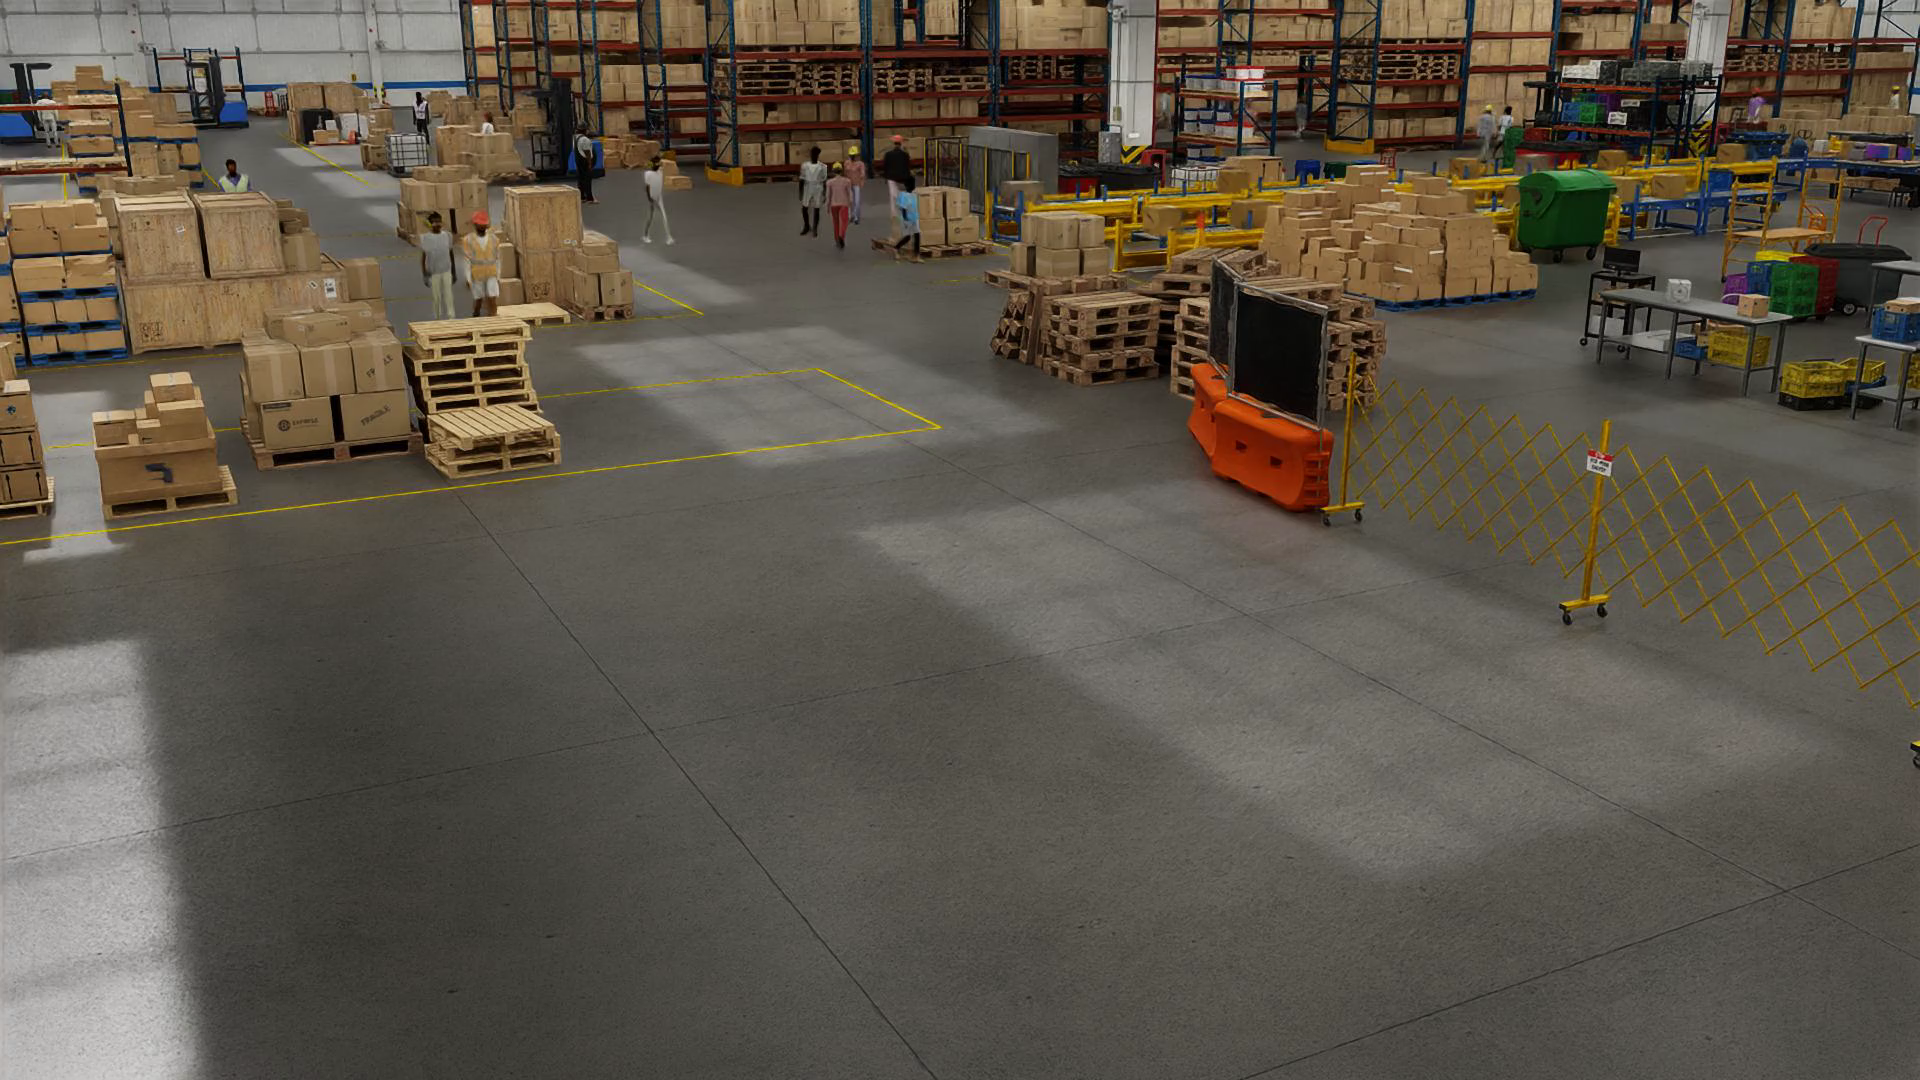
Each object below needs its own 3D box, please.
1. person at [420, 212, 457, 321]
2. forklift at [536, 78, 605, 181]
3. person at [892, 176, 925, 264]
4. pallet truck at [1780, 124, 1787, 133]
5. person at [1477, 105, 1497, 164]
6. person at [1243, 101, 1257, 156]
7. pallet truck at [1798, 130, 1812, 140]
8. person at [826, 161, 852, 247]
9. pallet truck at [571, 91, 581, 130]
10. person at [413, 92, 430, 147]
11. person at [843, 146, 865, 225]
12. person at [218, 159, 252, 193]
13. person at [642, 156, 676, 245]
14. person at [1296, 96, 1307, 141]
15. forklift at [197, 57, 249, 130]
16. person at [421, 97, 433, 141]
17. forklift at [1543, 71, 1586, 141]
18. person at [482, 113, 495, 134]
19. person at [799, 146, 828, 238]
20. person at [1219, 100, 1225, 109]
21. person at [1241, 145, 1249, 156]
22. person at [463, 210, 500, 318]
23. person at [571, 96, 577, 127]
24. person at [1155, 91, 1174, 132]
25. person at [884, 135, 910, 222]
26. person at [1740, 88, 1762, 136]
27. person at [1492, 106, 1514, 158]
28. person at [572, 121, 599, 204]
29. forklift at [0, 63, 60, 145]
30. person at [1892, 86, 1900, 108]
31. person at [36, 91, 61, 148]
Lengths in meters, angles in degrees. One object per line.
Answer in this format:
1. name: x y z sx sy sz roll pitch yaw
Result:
1. person: -7.884 -4.046 25.173 0.541 1.816 0.996 -10 20 -27
2. forklift: -11.215 -11.681 47.252 1.873 2.768 1.129 -9 20 -26
3. person: -0.983 -6.146 31.929 0.563 1.674 0.541 13 22 34
4. pallet truck: 25.206 -12.542 52.601 1.601 1.201 0.680 0 18 -2
5. person: 16.680 -12.777 52.408 0.737 1.808 0.597 -11 21 -30
6. person: 9.183 -13.172 53.489 0.686 1.890 0.485 -6 19 -19
7. pallet truck: 25.526 -11.556 49.408 1.630 1.274 0.653 -9 20 -26
8. person: -2.479 -6.833 33.956 0.529 1.749 0.561 2 18 6
9. pallet truck: -13.495 -14.412 57.188 0.823 1.965 1.885 -3 18 -9
10. person: -18.932 -14.789 58.511 0.597 1.910 0.383 4 18 14
11. person: -2.416 -8.008 37.616 0.549 1.744 0.508 6 19 19
12. person: -14.298 -6.584 32.934 0.623 1.902 0.527 -9 20 -27
13. person: -6.338 -7.060 34.568 0.518 1.823 0.993 -16 24 -41
14. person: 12.555 -15.465 61.063 0.339 1.618 0.512 -12 21 -32
15. forklift: -29.743 -17.930 66.733 1.873 2.768 1.129 -9 20 -26
16. person: -19.635 -15.424 60.970 0.525 1.602 0.813 6 19 17
17. forklift: 18.685 -13.231 52.085 1.873 2.768 1.129 -9 20 -26
18. person: -13.643 -11.385 48.011 0.906 1.852 0.587 -14 22 -37
19. person: -3.131 -7.428 35.527 0.652 1.934 0.470 2 18 8
20. person: 10.309 -17.303 66.321 0.618 1.915 0.638 -2 18 -7
21. person: 7.751 -10.394 45.270 0.629 1.614 0.507 -6 19 -19
22. person: -7.089 -3.951 24.715 0.553 1.919 0.808 -9 20 -25
23. person: -14.401 -15.684 61.412 0.429 1.838 0.634 8 20 25
24. person: 8.075 -17.054 65.756 0.873 1.795 0.604 2 18 6
25. person: -1.451 -8.316 38.280 0.617 1.951 1.017 1 18 3
26. person: 29.153 -15.668 61.274 0.949 1.895 0.549 -9 20 -27
27. person: 17.720 -13.258 54.123 0.738 1.672 0.539 -14 22 -36
28. person: -9.360 -9.451 41.651 0.537 2.000 0.683 -15 23 -39
29. forklift: -33.500 -15.620 59.532 1.873 2.768 1.129 -9 20 -26
30. person: 37.046 -17.069 65.913 0.331 1.733 0.565 5 18 15
31. person: -31.858 -14.689 58.147 0.637 1.936 0.355 -6 19 -18
